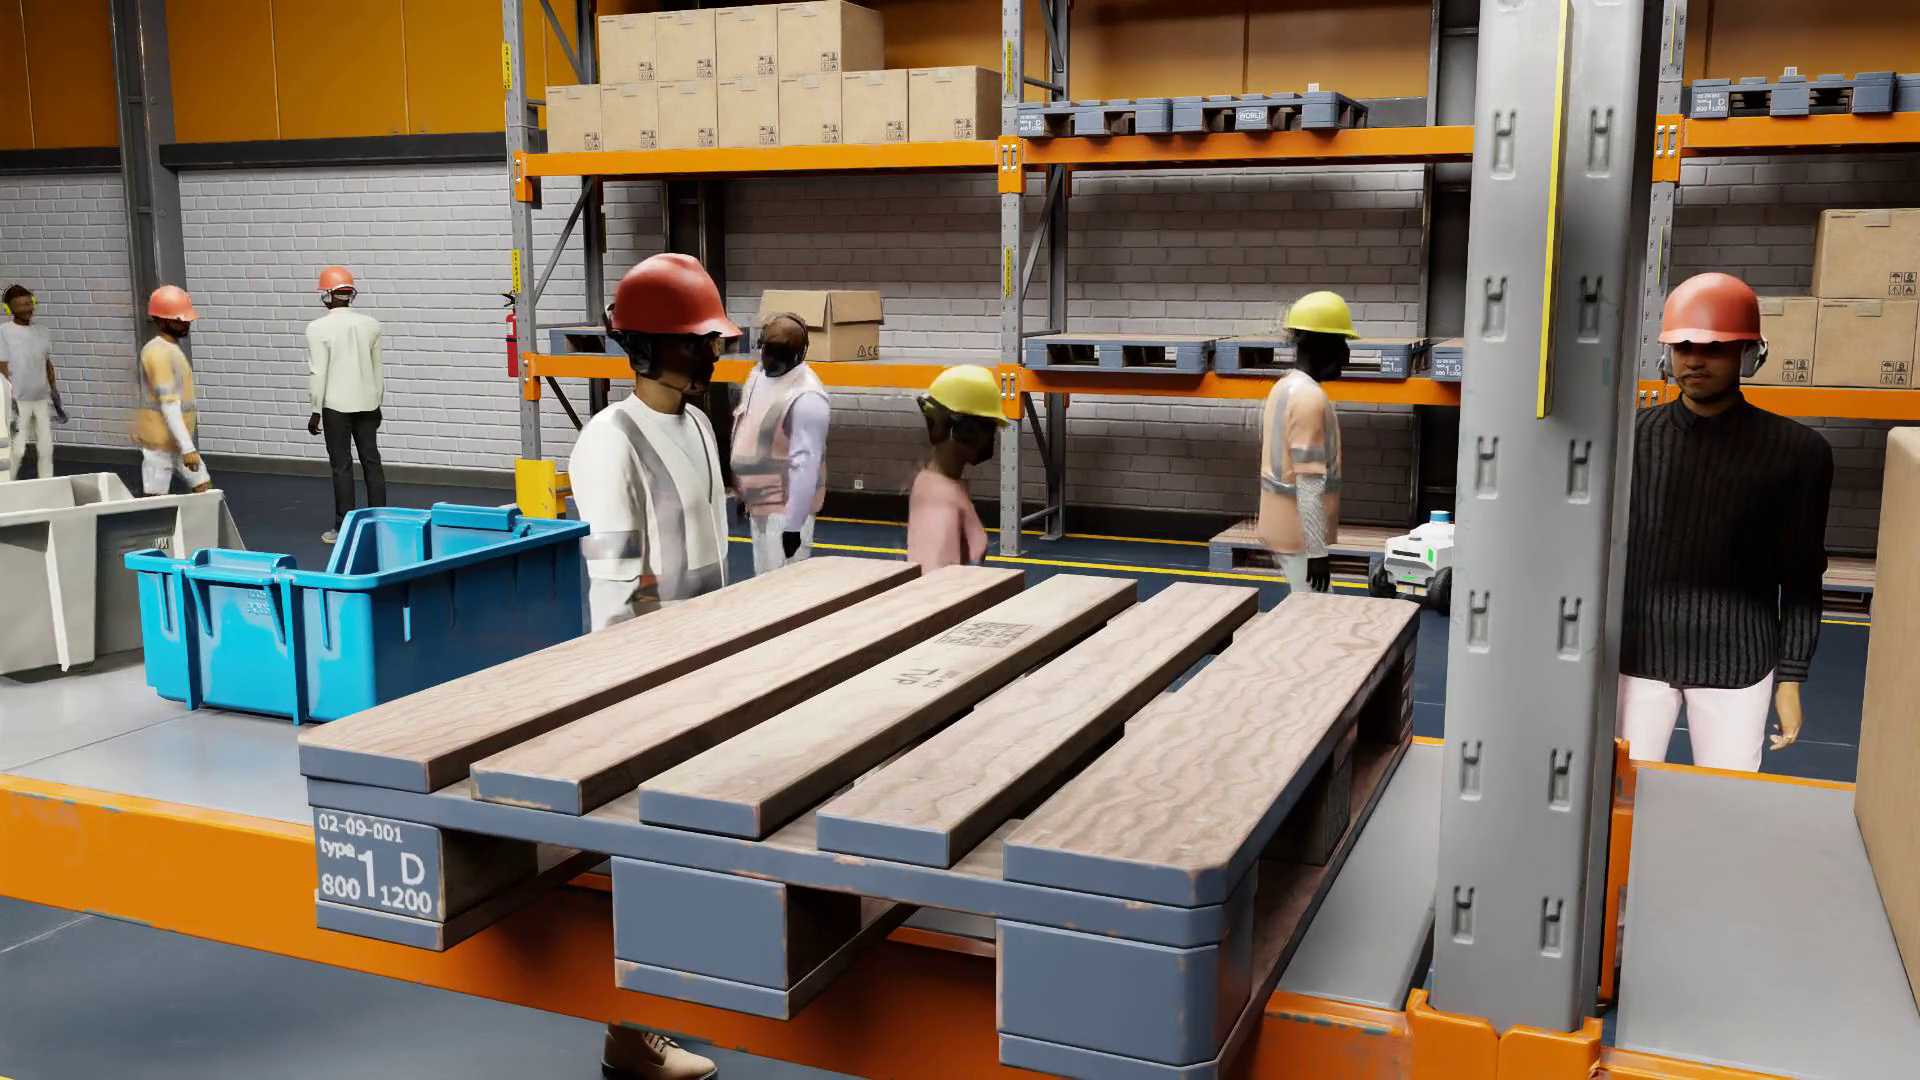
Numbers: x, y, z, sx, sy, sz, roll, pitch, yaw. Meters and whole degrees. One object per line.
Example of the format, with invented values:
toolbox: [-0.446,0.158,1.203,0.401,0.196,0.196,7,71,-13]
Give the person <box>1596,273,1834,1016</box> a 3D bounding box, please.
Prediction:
person: [1.903,0.310,4.355,0.612,1.995,0.378,6,11,34]

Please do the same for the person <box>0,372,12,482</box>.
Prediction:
person: [-4.989,-0.266,8.338,0.404,1.823,0.590,1,10,6]

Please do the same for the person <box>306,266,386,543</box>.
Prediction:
person: [-4.429,-0.968,12.002,0.382,1.996,0.608,7,12,35]

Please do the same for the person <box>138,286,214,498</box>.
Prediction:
person: [-4.884,-0.635,10.365,0.988,1.877,0.571,-2,10,-13]

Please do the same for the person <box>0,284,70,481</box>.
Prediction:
person: [-7.402,-1.089,13.211,0.410,1.853,0.584,4,10,21]

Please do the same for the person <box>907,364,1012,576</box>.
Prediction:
person: [-0.152,0.351,4.910,0.694,1.737,0.542,0,9,-2]

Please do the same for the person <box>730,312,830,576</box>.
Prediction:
person: [-0.821,-0.136,7.643,0.442,1.814,0.675,-4,10,-24]

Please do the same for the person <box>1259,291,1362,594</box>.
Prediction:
person: [1.340,-0.029,6.621,0.632,1.915,0.631,1,10,8]

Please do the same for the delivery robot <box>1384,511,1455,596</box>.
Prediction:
delivery robot: [2.820,0.069,9.818,0.707,0.478,0.477,-9,13,-44]

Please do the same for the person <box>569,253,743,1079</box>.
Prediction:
person: [-0.705,0.324,4.125,0.390,2.040,0.614,2,10,12]
